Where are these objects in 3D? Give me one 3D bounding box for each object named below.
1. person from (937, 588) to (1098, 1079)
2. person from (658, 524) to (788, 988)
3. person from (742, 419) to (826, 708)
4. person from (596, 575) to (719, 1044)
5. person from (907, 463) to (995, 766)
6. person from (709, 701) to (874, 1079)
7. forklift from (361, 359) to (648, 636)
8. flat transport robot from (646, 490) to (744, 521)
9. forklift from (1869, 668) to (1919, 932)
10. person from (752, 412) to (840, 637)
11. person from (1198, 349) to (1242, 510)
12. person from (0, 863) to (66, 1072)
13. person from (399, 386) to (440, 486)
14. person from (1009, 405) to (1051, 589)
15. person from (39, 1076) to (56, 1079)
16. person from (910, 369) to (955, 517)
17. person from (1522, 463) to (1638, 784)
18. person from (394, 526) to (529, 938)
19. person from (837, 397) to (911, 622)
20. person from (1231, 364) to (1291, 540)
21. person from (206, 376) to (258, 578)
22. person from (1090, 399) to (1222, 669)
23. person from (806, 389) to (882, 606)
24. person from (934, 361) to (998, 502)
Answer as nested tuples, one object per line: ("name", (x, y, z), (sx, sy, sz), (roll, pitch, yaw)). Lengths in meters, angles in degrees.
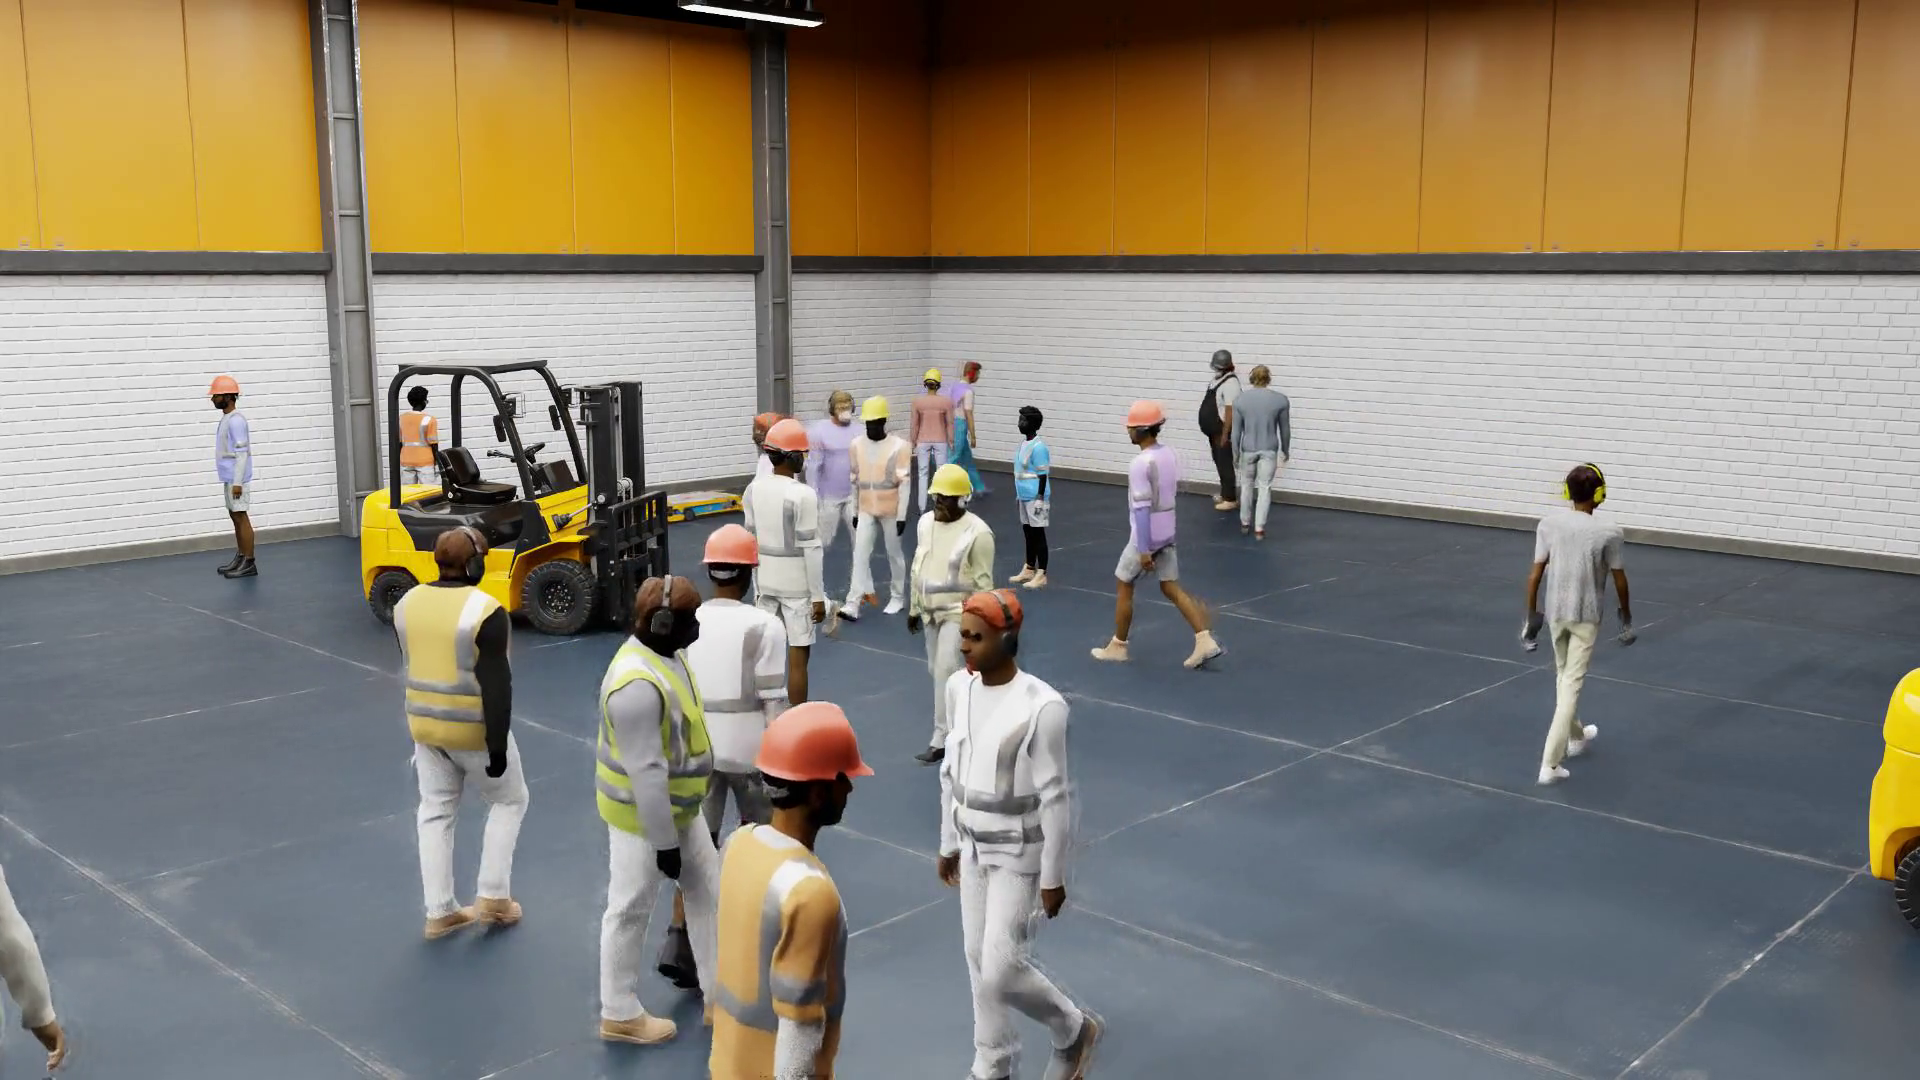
("person", (0.170, 1.083, 5.788), (0.479, 1.872, 0.579), (-7, 11, -35))
("person", (-1.002, 0.895, 6.908), (0.568, 1.894, 0.890), (2, 9, 12))
("person", (-1.047, 0.283, 10.171), (0.607, 2.044, 0.372), (8, 12, 39))
("person", (-1.026, 1.033, 6.269), (0.799, 1.810, 0.662), (0, 9, 2))
("person", (-0.009, 0.418, 10.077), (0.769, 1.806, 0.598), (-8, 12, -40))
("person", (-0.418, 1.335, 4.252), (1.009, 1.873, 0.553), (-6, 11, -33))
("forklift", (-3.850, -0.407, 13.936), (2.313, 2.155, 1.214), (2, 9, 11))
("flat transport robot", (-3.213, -0.414, 19.863), (0.652, 0.197, 1.431), (7, 12, 38))
("forklift", (5.205, 0.723, 7.013), (2.313, 2.155, 1.214), (9, 13, 43))
("person", (-1.356, -0.076, 12.940), (0.782, 1.862, 0.587), (-6, 11, -33))
("person", (3.213, -1.396, 20.471), (0.571, 2.000, 0.803), (-1, 9, -3))
("person", (-2.757, 1.332, 4.246), (0.974, 1.877, 0.685), (4, 10, 21))
("person", (-5.852, -0.820, 18.015), (0.531, 1.690, 0.319), (3, 10, 18))
("person", (0.663, -0.398, 15.404), (0.322, 1.697, 0.534), (-3, 10, -18))
("person", (-3.364, 1.217, 5.224), (0.606, 1.782, 0.919), (8, 12, 40))
("person", (-0.327, -1.154, 19.831), (0.535, 1.767, 0.316), (1, 9, 3))
("person", (3.632, 0.467, 9.711), (0.953, 1.825, 0.510), (-9, 13, -43))
("person", (-2.199, 0.846, 7.384), (0.643, 1.824, 0.518), (4, 10, 22))
("person", (-0.707, -0.249, 13.925), (0.615, 1.873, 0.968), (4, 10, 24))
("person", (3.319, -0.983, 18.373), (0.643, 1.906, 0.854), (2, 10, 14))
("person", (-6.981, -0.605, 15.939), (0.357, 1.937, 0.551), (-6, 11, -33))
("person", (1.474, -0.035, 12.262), (0.989, 2.009, 0.612), (7, 12, 37))
("person", (-1.095, -0.379, 14.714), (0.674, 1.918, 0.834), (-6, 11, -32))
("person", (0.088, -1.358, 21.031), (0.940, 1.778, 0.640), (-3, 10, -15))
